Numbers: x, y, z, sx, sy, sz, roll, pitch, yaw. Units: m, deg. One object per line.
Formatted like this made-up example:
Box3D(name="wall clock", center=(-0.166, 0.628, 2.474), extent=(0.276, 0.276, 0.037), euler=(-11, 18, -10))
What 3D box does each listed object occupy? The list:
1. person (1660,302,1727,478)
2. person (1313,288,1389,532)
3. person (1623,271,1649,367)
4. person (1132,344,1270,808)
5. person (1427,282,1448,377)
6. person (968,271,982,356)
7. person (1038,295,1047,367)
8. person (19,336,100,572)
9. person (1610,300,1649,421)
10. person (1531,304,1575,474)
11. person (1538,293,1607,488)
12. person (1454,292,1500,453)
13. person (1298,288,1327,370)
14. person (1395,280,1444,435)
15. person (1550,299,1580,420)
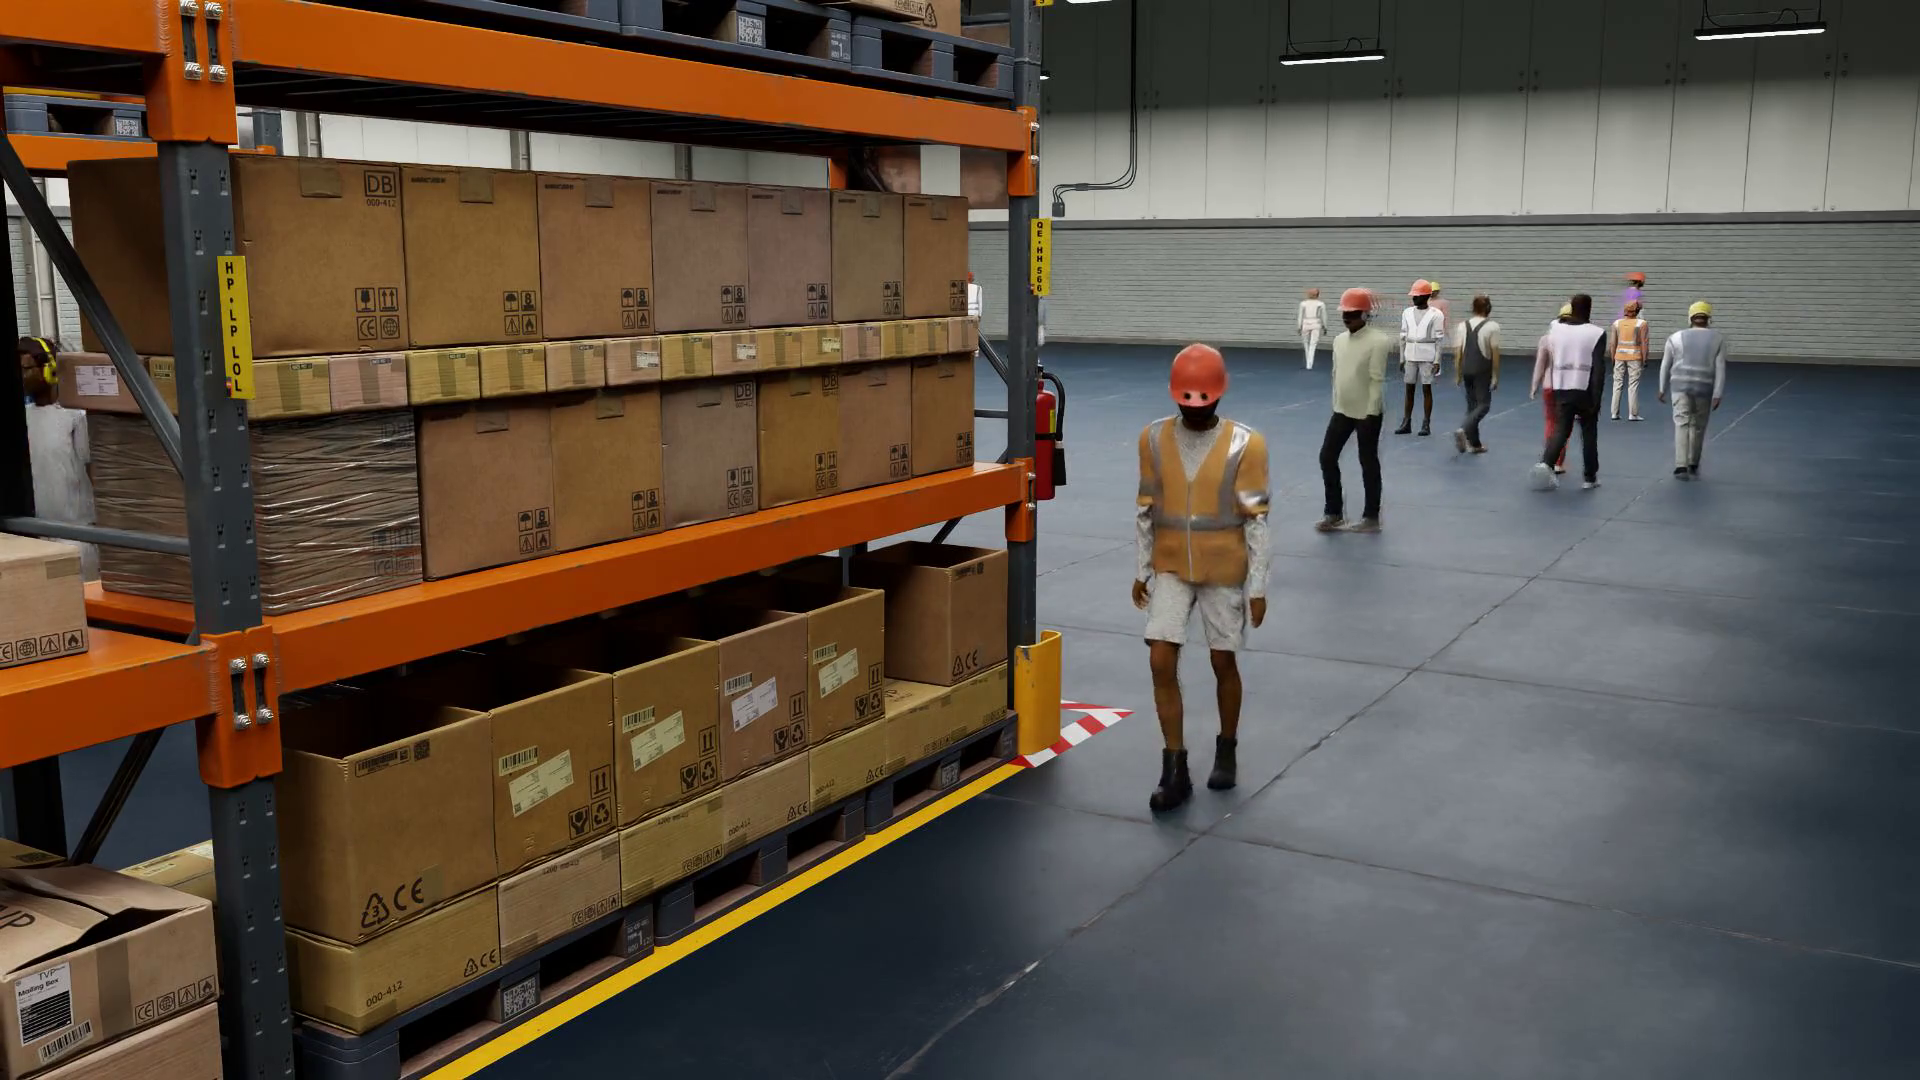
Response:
Box3D(name="person", center=(7.405, -1.514, 16.838), extent=(0.599, 1.775, 0.969), euler=(4, 11, 24))
Box3D(name="person", center=(3.141, -1.024, 13.348), extent=(0.707, 1.970, 0.625), euler=(-7, 12, -35))
Box3D(name="person", center=(13.544, -4.387, 33.178), extent=(0.794, 1.908, 0.578), euler=(0, 10, 2))
Box3D(name="person", center=(0.953, 0.146, 6.765), extent=(0.607, 1.872, 0.827), euler=(4, 11, 23))
Box3D(name="person", center=(8.639, -3.853, 30.527), extent=(0.561, 1.746, 0.557), euler=(9, 13, 41))
Box3D(name="person", center=(0.219, -5.011, 36.928), extent=(0.572, 1.887, 0.355), euler=(-3, 10, -19))
Box3D(name="person", center=(1.513, -4.312, 33.603), extent=(0.515, 1.618, 0.546), euler=(-8, 13, -40))
Box3D(name="person", center=(-4.294, -0.038, 7.917), extent=(0.549, 1.850, 0.493), euler=(5, 11, 25))
Box3D(name="person", center=(9.068, -2.431, 22.542), extent=(0.306, 1.640, 0.522), euler=(-9, 13, -42))
Box3D(name="person", center=(6.263, -1.577, 17.260), extent=(0.543, 1.728, 0.821), euler=(6, 11, 32))
Box3D(name="person", center=(5.858, -1.421, 15.931), extent=(0.599, 1.885, 0.730), euler=(9, 13, 42))
Box3D(name="person", center=(5.737, -1.845, 18.578), extent=(0.708, 1.831, 0.515), euler=(-8, 13, -40))
Box3D(name="person", center=(6.939, -4.141, 32.686), extent=(0.544, 1.586, 0.868), euler=(4, 11, 24))
Box3D(name="person", center=(5.723, -2.265, 20.712), extent=(0.546, 1.934, 0.376), euler=(8, 12, 39))
Box3D(name="person", center=(8.264, -2.443, 22.616), extent=(0.512, 1.641, 0.307), euler=(3, 10, 18))
